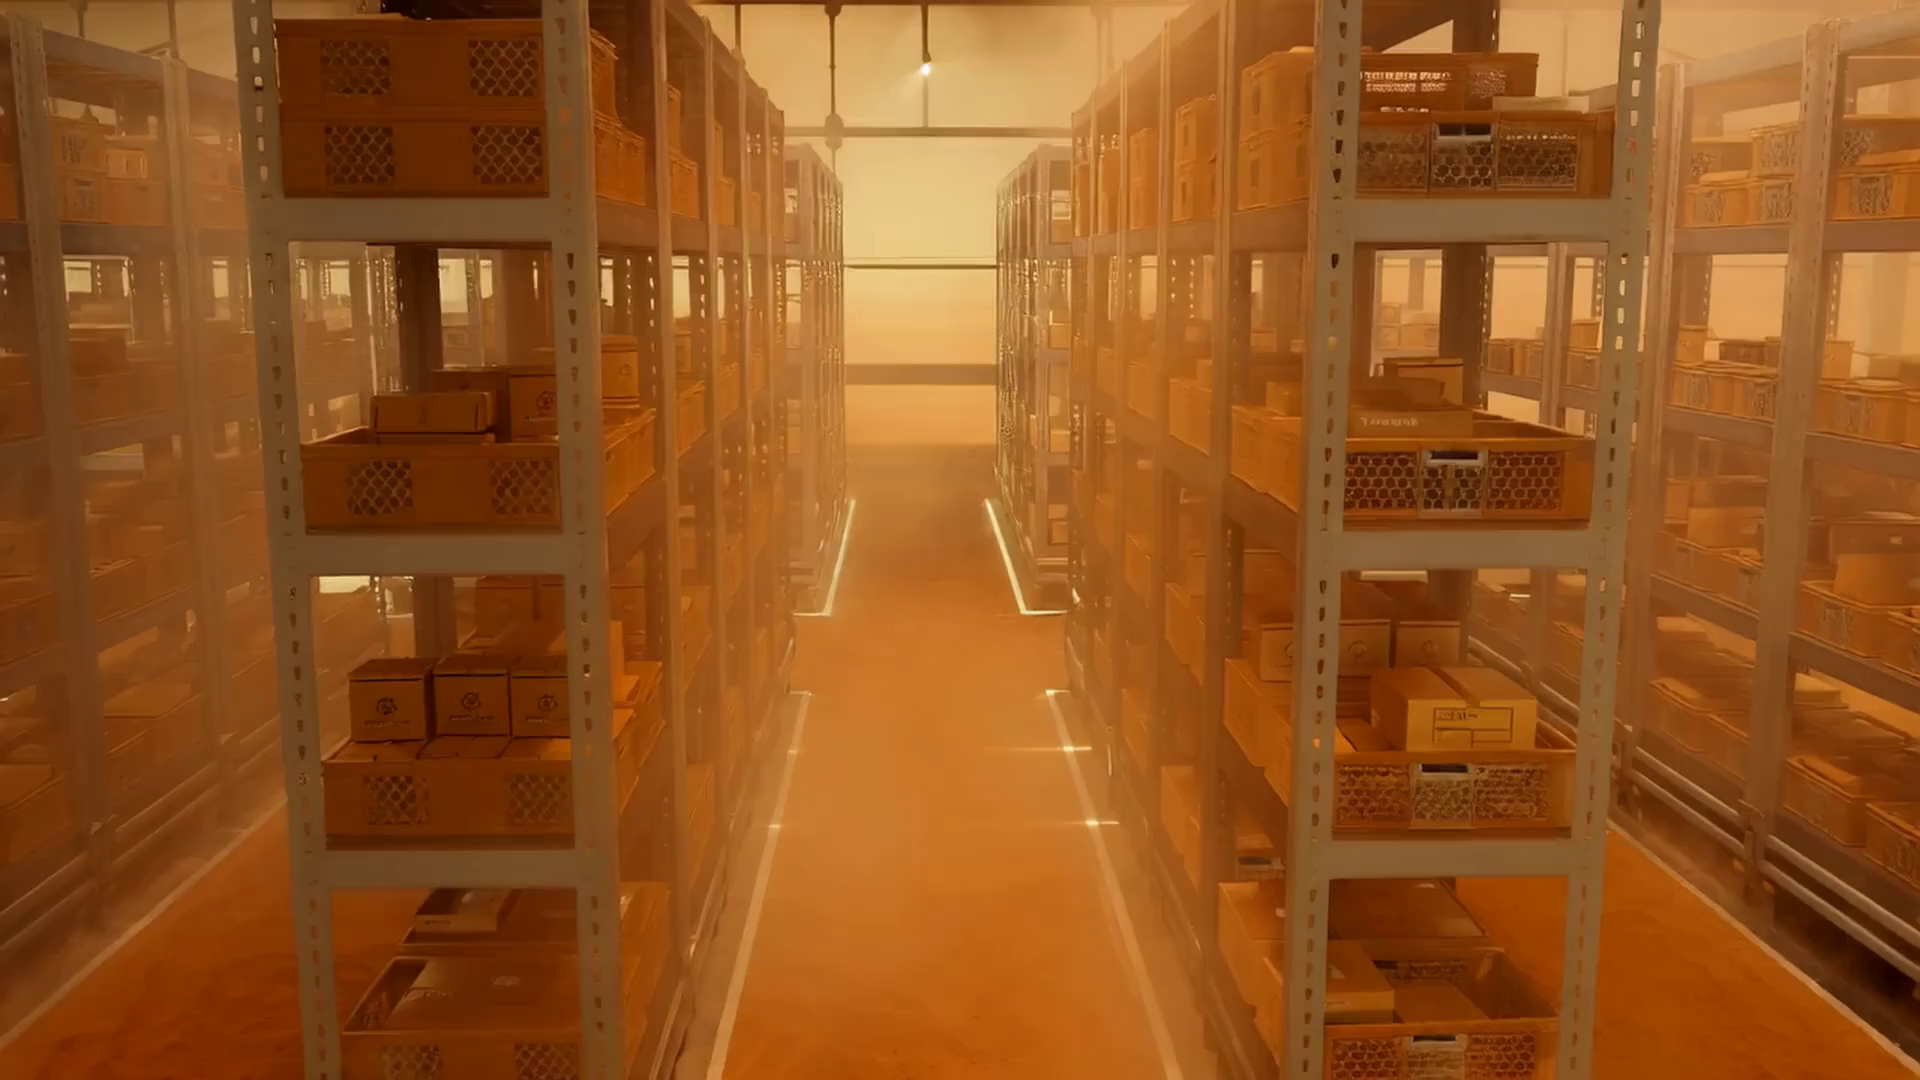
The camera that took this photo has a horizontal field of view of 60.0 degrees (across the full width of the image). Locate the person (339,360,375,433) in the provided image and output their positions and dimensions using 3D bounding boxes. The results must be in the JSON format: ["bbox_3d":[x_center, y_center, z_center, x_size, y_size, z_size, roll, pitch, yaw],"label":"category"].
[{"bbox_3d":[-5.512,-0.793,15.220,0.426,1.982,0.627,-3,10,-16],"label":"person"}]
